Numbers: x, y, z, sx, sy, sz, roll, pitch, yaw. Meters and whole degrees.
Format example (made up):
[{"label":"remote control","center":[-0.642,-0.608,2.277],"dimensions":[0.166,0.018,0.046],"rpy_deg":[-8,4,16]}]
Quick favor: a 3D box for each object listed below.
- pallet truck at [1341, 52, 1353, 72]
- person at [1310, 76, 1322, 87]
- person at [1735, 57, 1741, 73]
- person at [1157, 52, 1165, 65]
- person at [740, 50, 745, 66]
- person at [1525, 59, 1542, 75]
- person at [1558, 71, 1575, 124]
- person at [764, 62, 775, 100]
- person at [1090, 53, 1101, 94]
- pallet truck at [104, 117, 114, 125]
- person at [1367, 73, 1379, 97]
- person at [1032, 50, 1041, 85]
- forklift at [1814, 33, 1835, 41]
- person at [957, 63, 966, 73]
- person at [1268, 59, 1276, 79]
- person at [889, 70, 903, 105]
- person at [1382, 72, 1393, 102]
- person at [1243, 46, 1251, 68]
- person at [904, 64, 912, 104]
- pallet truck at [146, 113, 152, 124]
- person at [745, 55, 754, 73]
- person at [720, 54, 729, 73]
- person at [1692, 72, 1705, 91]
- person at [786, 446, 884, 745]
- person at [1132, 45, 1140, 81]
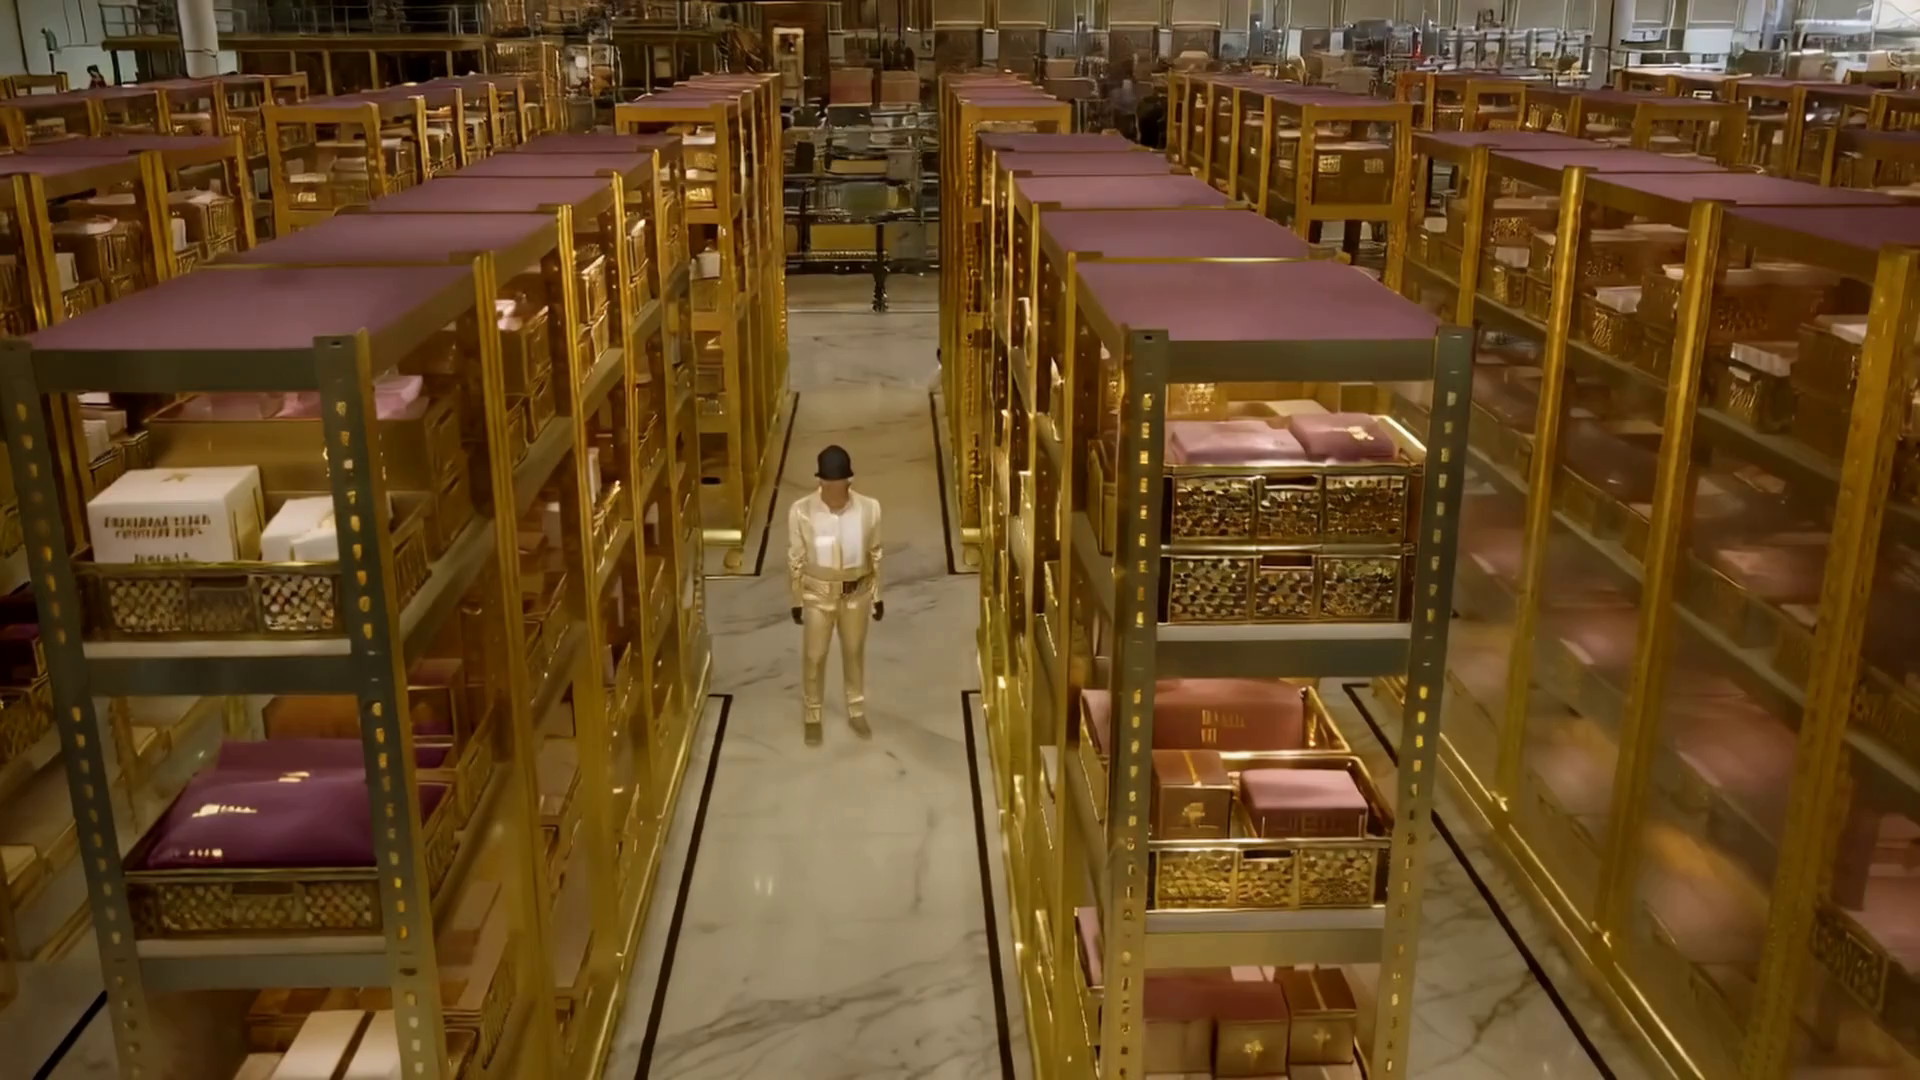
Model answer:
[{"label":"pallet truck","center":[18.794,-23.123,82.231],"dimensions":[0.823,1.965,1.885],"rpy_deg":[-13,22,-35]},{"label":"person","center":[12.596,-15.529,59.047],"dimensions":[0.601,1.802,0.601],"rpy_deg":[5,18,14]},{"label":"person","center":[36.061,-21.410,77.097],"dimensions":[0.584,1.905,0.732],"rpy_deg":[0,18,0]},{"label":"person","center":[10.618,-25.066,88.535],"dimensions":[0.770,1.821,0.631],"rpy_deg":[10,21,29]},{"label":"person","center":[-11.283,-24.516,86.619],"dimensions":[0.402,1.949,0.605],"rpy_deg":[2,18,7]},{"label":"person","center":[24.046,-19.141,69.838],"dimensions":[0.683,2.000,0.536],"rpy_deg":[6,19,17]},{"label":"person","center":[21.982,-16.009,60.345],"dimensions":[0.596,1.918,0.384],"rpy_deg":[10,21,29]},{"label":"person","center":[-7.847,-18.834,69.008],"dimensions":[0.614,1.963,0.362],"rpy_deg":[-4,18,-13]},{"label":"person","center":[6.626,-22.780,81.264],"dimensions":[0.369,1.939,0.542],"rpy_deg":[-9,20,-27]},{"label":"pallet truck","center":[-18.367,-7.885,35.078],"dimensions":[1.885,1.965,0.823],"rpy_deg":[1,18,2]},{"label":"person","center":[14.926,-15.873,59.972],"dimensions":[0.985,1.883,0.549],"rpy_deg":[-2,18,-6]},{"label":"person","center":[4.151,-25.732,90.554],"dimensions":[0.429,1.841,0.634],"rpy_deg":[14,22,36]},{"label":"forklift","center":[44.096,-24.547,85.225],"dimensions":[1.129,2.768,1.873],"rpy_deg":[7,19,21]},{"label":"person","center":[0.014,-19.628,71.723],"dimensions":[0.507,1.828,0.942],"rpy_deg":[16,24,41]},{"label":"person","center":[15.075,-22.387,80.451],"dimensions":[0.321,1.693,0.535],"rpy_deg":[15,23,38]},{"label":"person","center":[-2.375,-16.382,61.494],"dimensions":[0.596,1.921,0.386],"rpy_deg":[12,21,33]},{"label":"person","center":[15.710,-16.240,61.139],"dimensions":[0.309,1.868,0.534],"rpy_deg":[-7,19,-21]},{"label":"person","center":[16.428,-27.255,95.127],"dimensions":[0.369,1.928,0.586],"rpy_deg":[-9,20,-26]},{"label":"person","center":[-2.213,-19.140,70.158],"dimensions":[0.339,1.838,0.508],"rpy_deg":[9,20,27]},{"label":"pallet truck","center":[-18.087,-8.309,36.390],"dimensions":[1.885,1.965,0.823],"rpy_deg":[-1,18,-4]},{"label":"person","center":[-10.842,-24.106,85.710],"dimensions":[0.501,1.718,0.696],"rpy_deg":[-5,18,-14]},{"label":"person","center":[-12.283,-24.577,87.011],"dimensions":[1.027,1.830,0.639],"rpy_deg":[2,18,5]},{"label":"person","center":[29.530,-17.914,66.372],"dimensions":[0.586,1.829,0.959],"rpy_deg":[12,21,32]},{"label":"person","center":[-0.735,0.327,9.927],"dimensions":[0.588,1.835,0.403],"rpy_deg":[-5,19,-15]},{"label":"person","center":[10.045,-27.241,94.979],"dimensions":[0.378,1.995,0.612],"rpy_deg":[-7,19,-19]}]
